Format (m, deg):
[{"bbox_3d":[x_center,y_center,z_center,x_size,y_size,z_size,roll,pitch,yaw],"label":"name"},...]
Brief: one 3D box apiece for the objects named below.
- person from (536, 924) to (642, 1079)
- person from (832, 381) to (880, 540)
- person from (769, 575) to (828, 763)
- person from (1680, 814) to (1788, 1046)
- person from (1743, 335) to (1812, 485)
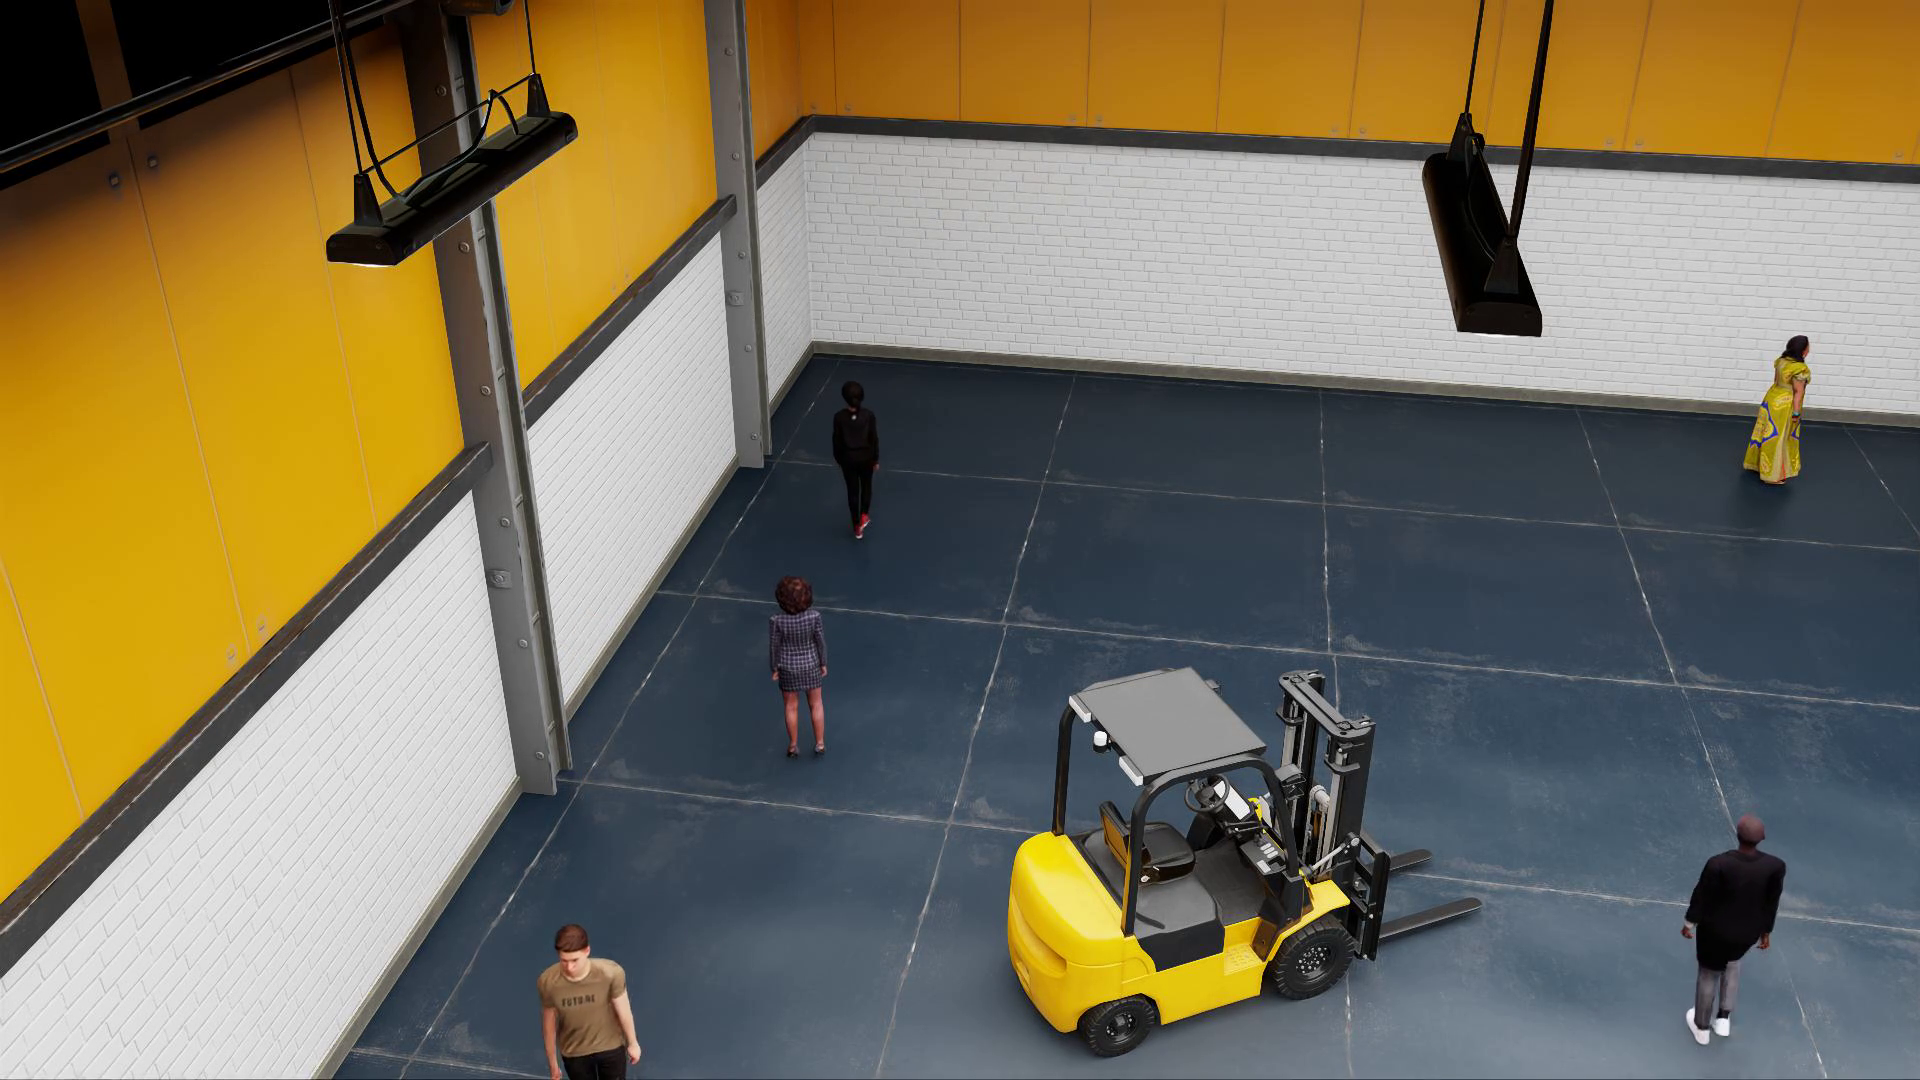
[{"bbox_3d":[-2.134,2.900,9.725,0.756,1.834,0.744,-2,29,-3],"label":"person"},{"bbox_3d":[-1.029,-0.772,16.638,0.701,1.660,0.753,-2,29,-4],"label":"person"},{"bbox_3d":[-1.281,1.035,13.282,0.677,1.701,0.647,-4,29,-7],"label":"person"},{"bbox_3d":[4.884,2.520,10.508,0.701,1.751,0.667,2,29,4],"label":"person"},{"bbox_3d":[8.824,-1.422,17.831,0.994,1.659,0.823,-2,29,-4],"label":"person"}]
